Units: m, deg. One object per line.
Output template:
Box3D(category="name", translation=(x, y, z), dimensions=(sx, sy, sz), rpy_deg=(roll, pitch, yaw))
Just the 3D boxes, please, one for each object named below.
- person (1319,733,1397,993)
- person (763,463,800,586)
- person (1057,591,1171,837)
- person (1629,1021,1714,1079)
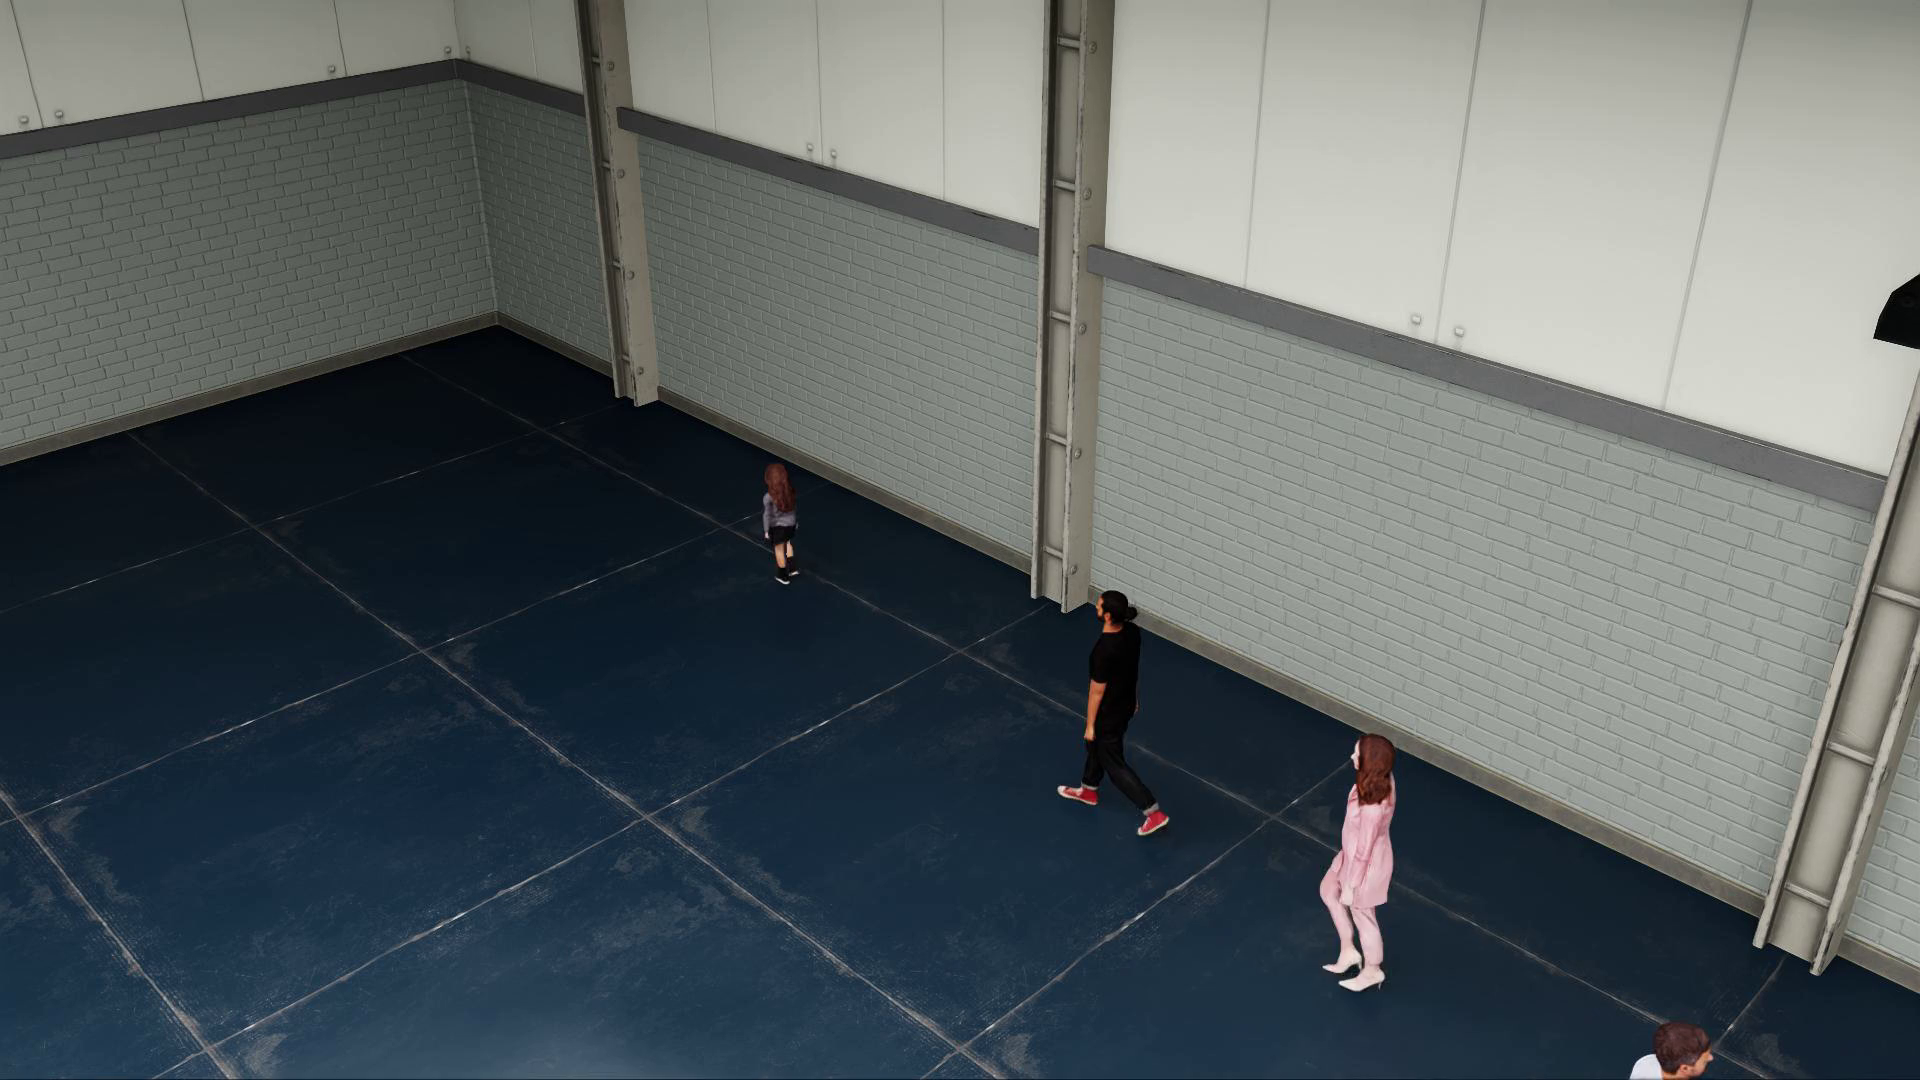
Box3D(category="person", translation=(2.371, 1.856, 9.371), dimensions=(0.818, 1.784, 0.774), rpy_deg=(7, 29, 13))
Box3D(category="person", translation=(-1.453, -0.126, 13.825), dimensions=(0.483, 1.097, 0.491), rpy_deg=(-24, 36, -37))
Box3D(category="person", translation=(1.055, 1.135, 10.775), dimensions=(1.176, 1.737, 0.825), rpy_deg=(16, 32, 27))
Box3D(category="person", translation=(3.034, 2.868, 7.385), dimensions=(0.773, 1.865, 0.706), rpy_deg=(-1, 28, -2))
